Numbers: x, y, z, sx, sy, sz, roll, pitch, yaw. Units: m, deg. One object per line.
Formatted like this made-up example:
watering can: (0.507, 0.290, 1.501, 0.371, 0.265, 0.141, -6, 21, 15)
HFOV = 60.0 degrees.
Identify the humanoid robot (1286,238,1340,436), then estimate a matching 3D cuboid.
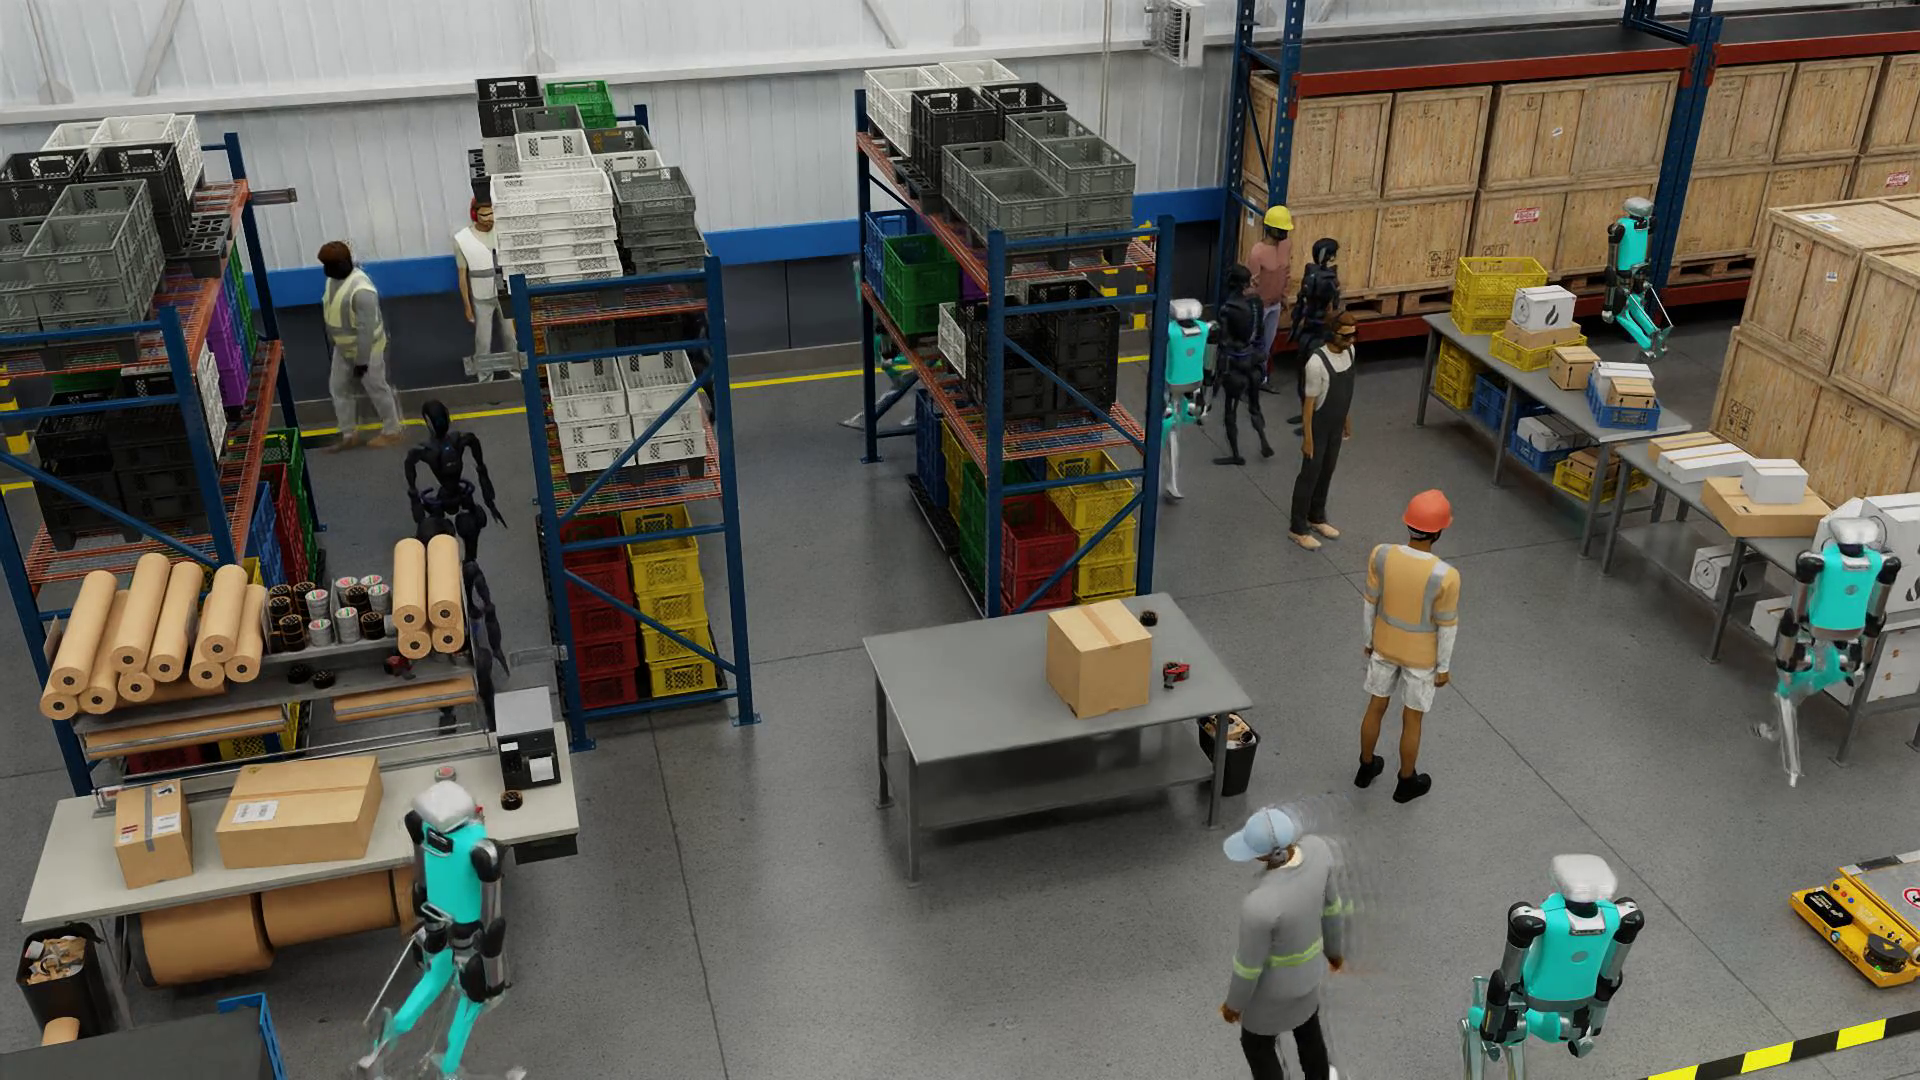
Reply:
humanoid robot: (2.929, -1.707, 13.795, 0.334, 1.652, 0.584, -11, 31, -20)

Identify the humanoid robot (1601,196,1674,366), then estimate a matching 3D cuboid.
humanoid robot: (5.842, -2.043, 14.212, 0.533, 1.680, 0.735, -17, 33, -28)

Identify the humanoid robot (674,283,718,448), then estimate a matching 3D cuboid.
humanoid robot: (-2.146, -1.417, 13.282, 0.335, 1.635, 0.598, 18, 34, 30)

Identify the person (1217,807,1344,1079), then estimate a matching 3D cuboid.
person: (1.428, 1.849, 7.199, 0.749, 1.807, 0.448, -24, 37, -37)

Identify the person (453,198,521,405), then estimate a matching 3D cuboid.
person: (-4.031, -2.091, 14.342, 0.562, 1.836, 0.390, -21, 35, -34)

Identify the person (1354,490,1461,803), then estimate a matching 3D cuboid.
person: (2.514, 0.599, 9.341, 0.542, 1.938, 0.353, 22, 36, 34)

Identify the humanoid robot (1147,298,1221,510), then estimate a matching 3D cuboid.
humanoid robot: (1.574, -1.013, 12.575, 0.561, 1.867, 0.775, -8, 30, -14)

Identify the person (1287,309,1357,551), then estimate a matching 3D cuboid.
person: (2.635, -0.805, 12.000, 0.340, 1.838, 0.505, 25, 38, 38)

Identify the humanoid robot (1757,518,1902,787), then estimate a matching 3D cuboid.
humanoid robot: (4.909, 0.580, 9.667, 0.559, 1.848, 0.808, 3, 29, 6)

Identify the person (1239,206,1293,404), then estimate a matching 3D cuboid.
person: (2.644, -2.023, 14.298, 0.521, 1.758, 0.351, -23, 36, -36)

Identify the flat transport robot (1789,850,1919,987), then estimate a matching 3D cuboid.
flat transport robot: (5.163, 1.916, 8.676, 1.431, 0.231, 0.659, -8, 30, -14)

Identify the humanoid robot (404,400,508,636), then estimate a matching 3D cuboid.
humanoid robot: (-3.291, -0.147, 10.978, 0.601, 1.644, 0.621, -22, 36, -34)

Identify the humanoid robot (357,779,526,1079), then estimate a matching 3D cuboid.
humanoid robot: (-2.353, 1.968, 7.097, 0.530, 1.772, 0.995, 18, 34, 30)

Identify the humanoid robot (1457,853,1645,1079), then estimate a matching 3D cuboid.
humanoid robot: (2.405, 1.894, 7.055, 0.533, 1.674, 0.735, -2, 29, -4)

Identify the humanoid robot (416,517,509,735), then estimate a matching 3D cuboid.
humanoid robot: (-2.905, 0.650, 9.518, 0.587, 1.632, 0.428, -1, 29, -1)

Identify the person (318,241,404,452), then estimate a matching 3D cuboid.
person: (-4.905, -1.511, 13.308, 0.764, 1.809, 0.638, -24, 37, -37)

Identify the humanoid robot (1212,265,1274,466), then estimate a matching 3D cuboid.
humanoid robot: (2.275, -1.362, 13.186, 0.616, 1.644, 0.482, -24, 37, -37)

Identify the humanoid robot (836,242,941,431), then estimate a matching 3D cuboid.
humanoid robot: (-0.532, -1.639, 13.626, 1.027, 1.734, 0.547, -10, 30, -18)
